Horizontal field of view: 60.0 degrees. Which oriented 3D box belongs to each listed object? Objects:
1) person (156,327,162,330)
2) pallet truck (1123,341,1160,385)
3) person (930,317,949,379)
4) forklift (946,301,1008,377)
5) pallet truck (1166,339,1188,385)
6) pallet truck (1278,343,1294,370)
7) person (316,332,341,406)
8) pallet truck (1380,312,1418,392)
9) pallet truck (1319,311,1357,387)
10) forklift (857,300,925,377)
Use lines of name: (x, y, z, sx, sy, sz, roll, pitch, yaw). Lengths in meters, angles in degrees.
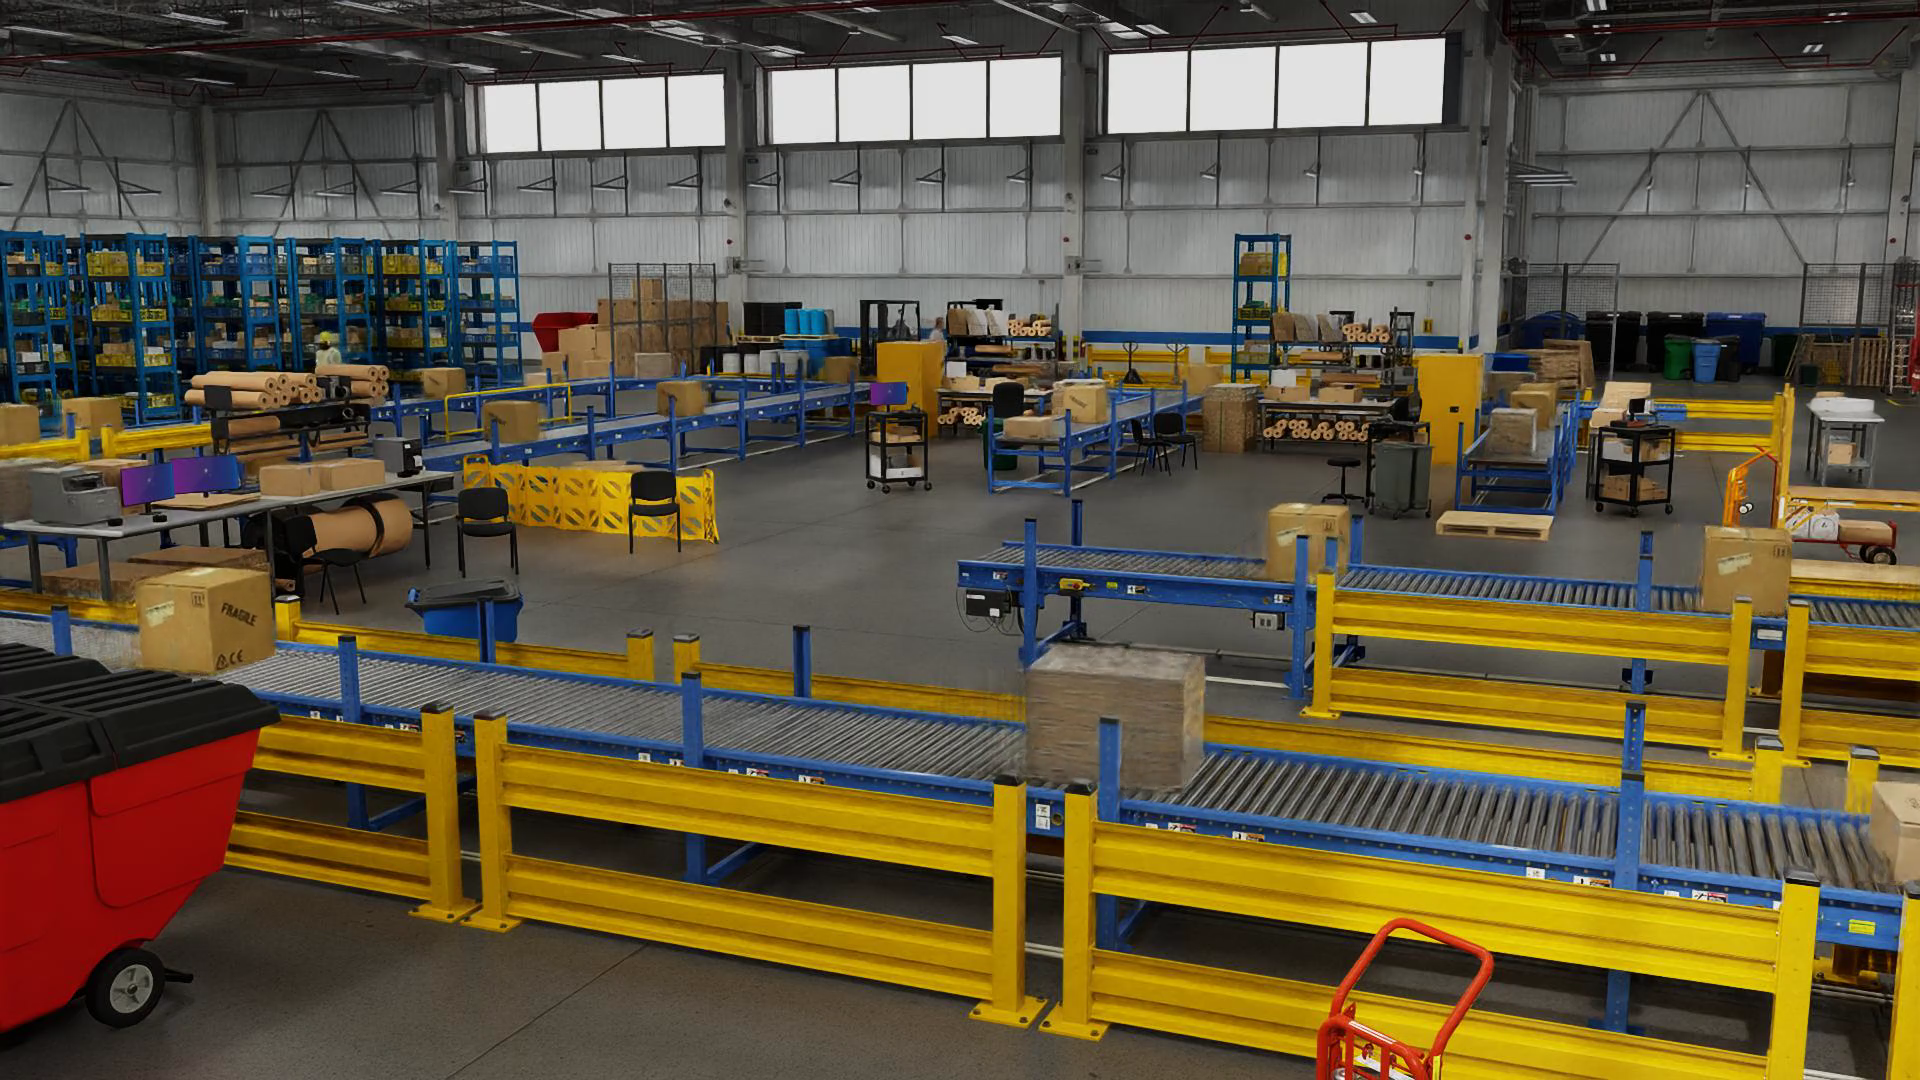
person: (-17.864, -3.994, 37.126, 0.574, 1.831, 0.398, -6, 11, -34)
pallet truck: (4.445, -4.380, 41.279, 0.680, 1.201, 1.601, 4, 10, 22)
person: (-0.491, -4.078, 37.452, 0.569, 1.889, 0.670, -2, 10, -13)
forklift: (0.365, -4.966, 41.571, 1.157, 1.987, 2.680, 3, 10, 20)
pallet truck: (5.418, -4.269, 40.420, 0.704, 1.261, 1.522, 3, 10, 20)
pallet truck: (7.886, -4.163, 39.743, 0.653, 1.274, 1.630, 4, 10, 22)
person: (-11.998, -3.083, 31.728, 0.602, 1.797, 0.911, 5, 11, 30)
pallet truck: (10.207, -4.283, 38.369, 0.823, 1.965, 1.885, 3, 10, 20)
pallet truck: (9.071, -4.419, 39.190, 0.823, 1.965, 1.885, 5, 10, 26)
forklift: (-1.732, -5.109, 42.468, 1.157, 1.987, 2.680, 4, 10, 22)
